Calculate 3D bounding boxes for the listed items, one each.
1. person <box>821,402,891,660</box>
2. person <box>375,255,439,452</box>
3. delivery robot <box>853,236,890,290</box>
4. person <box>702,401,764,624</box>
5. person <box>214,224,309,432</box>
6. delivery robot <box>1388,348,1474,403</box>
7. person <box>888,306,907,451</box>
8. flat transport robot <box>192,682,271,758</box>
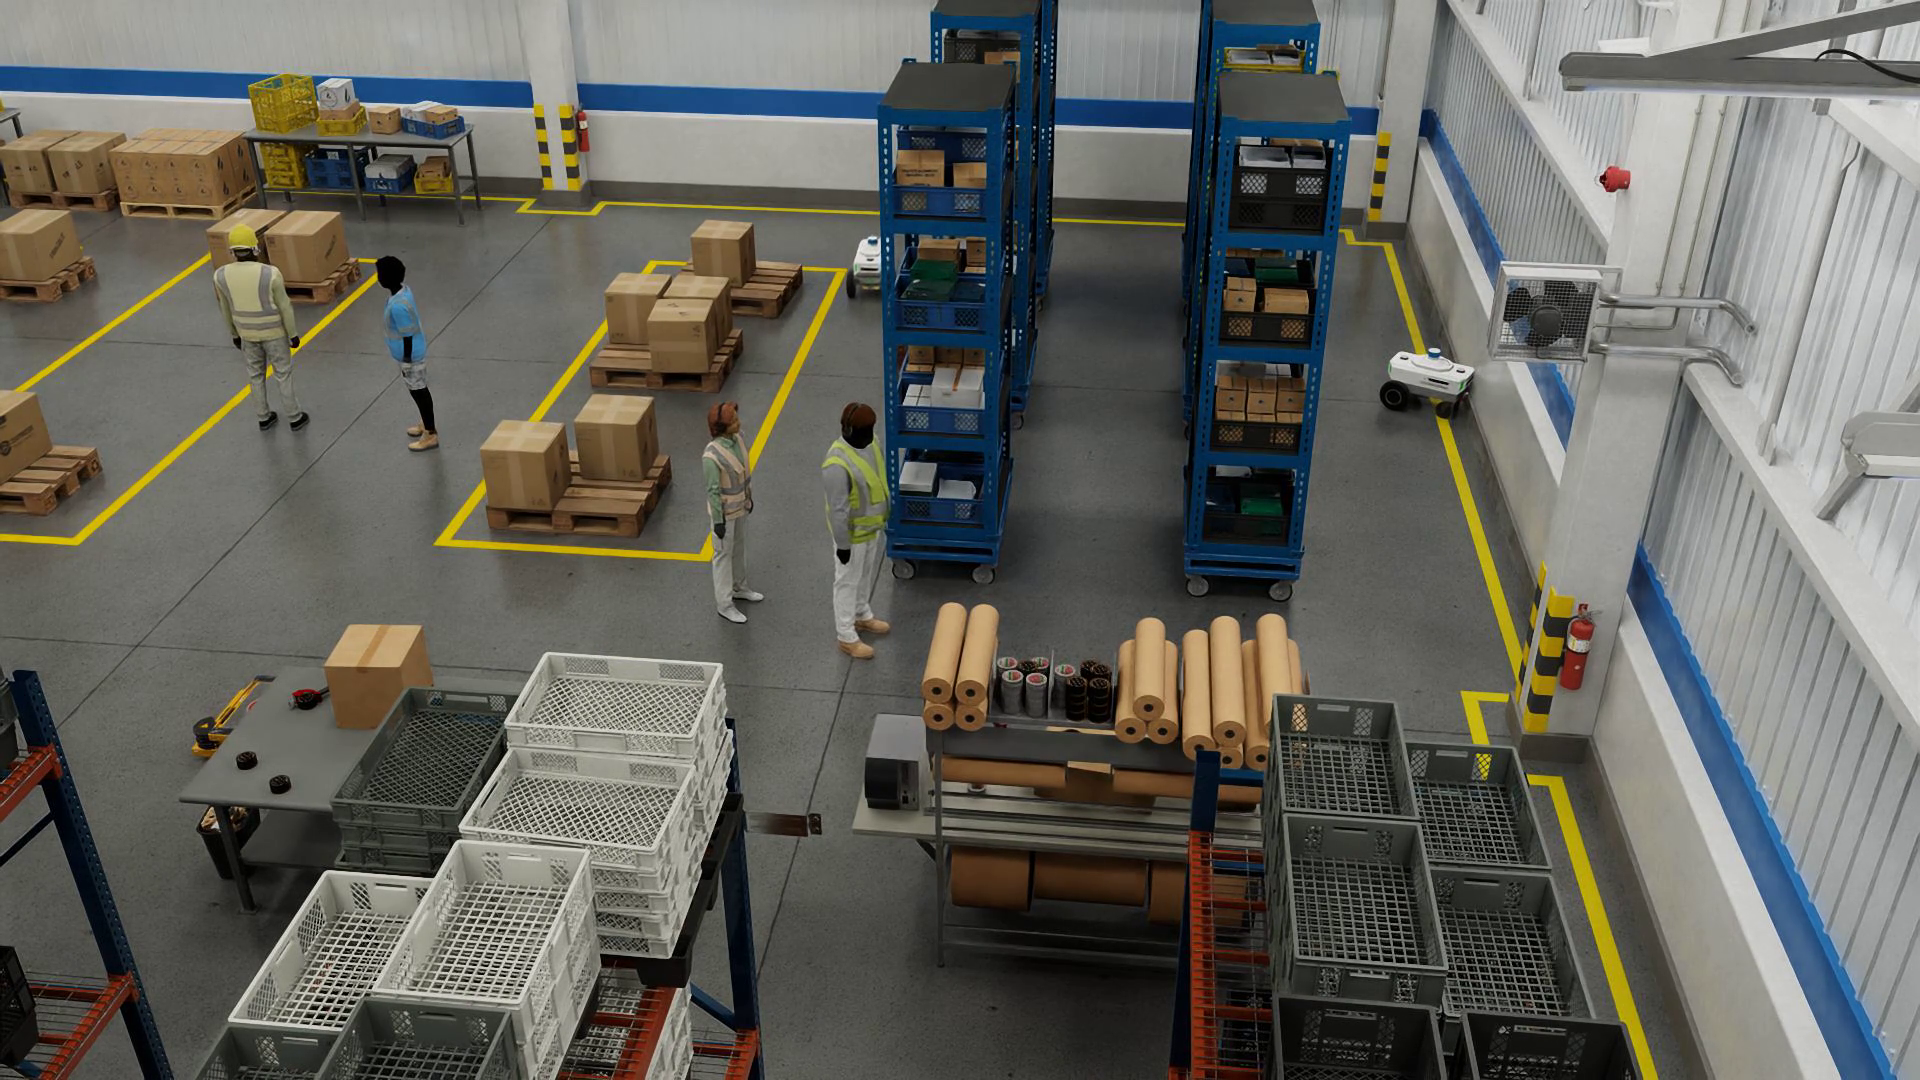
[{"bbox_3d":[-0.679,-0.090,11.255,0.430,1.840,0.624,10,32,17],"label":"person"},{"bbox_3d":[-4.629,-1.571,13.934,0.316,1.696,0.541,-8,31,-14],"label":"person"},{"bbox_3d":[-0.904,-2.910,17.274,0.477,0.478,0.707,2,30,3],"label":"delivery robot"},{"bbox_3d":[-1.610,-0.215,11.657,0.307,1.645,0.521,9,31,15],"label":"person"},{"bbox_3d":[-5.955,-1.799,14.210,0.598,1.826,0.403,2,30,3],"label":"person"},{"bbox_3d":[4.191,-1.467,14.795,0.707,0.478,0.477,18,35,28],"label":"delivery robot"},{"bbox_3d":[-0.275,-1.347,13.279,0.625,1.981,0.414,-11,32,-19],"label":"person"},{"bbox_3d":[-4.089,1.163,10.648,1.431,0.197,0.652,3,30,6],"label":"flat transport robot"}]
